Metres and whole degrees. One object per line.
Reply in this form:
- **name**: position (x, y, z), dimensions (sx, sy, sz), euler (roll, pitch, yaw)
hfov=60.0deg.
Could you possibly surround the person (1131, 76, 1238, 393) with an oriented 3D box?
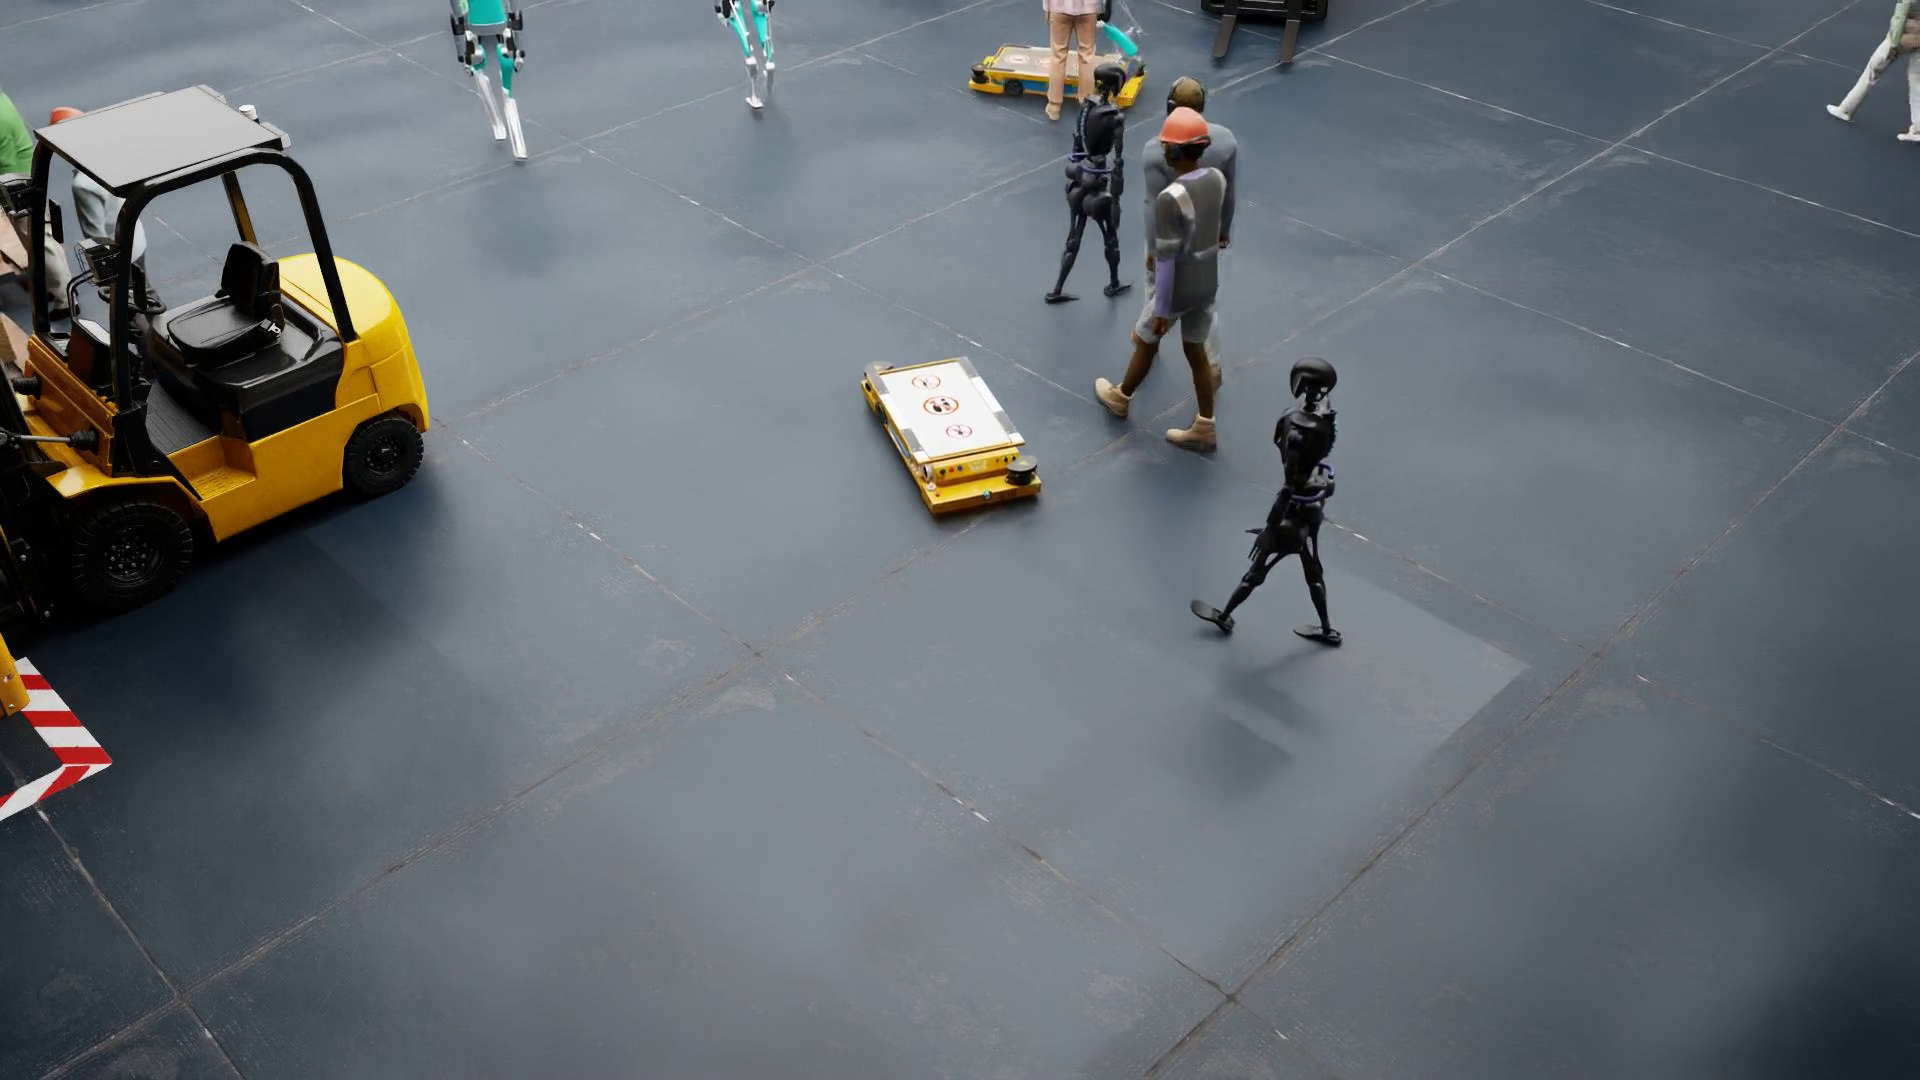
- **person**: position (1.409, -1.848, 10.138), dimensions (0.650, 1.880, 0.877), euler (-11, 38, -14)

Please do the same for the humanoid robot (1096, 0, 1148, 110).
- **humanoid robot**: position (1.291, -4.377, 13.618), dimensions (0.671, 1.774, 0.531), euler (0, 37, 0)

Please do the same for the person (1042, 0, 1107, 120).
- **person**: position (0.928, -4.275, 13.463), dimensions (0.529, 1.776, 0.408), euler (1, 37, 1)

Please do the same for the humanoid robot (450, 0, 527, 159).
- **humanoid robot**: position (-3.641, -3.830, 12.901), dimensions (0.551, 1.747, 1.003), euler (-11, 38, -15)

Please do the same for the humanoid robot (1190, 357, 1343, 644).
- **humanoid robot**: position (1.586, -0.194, 8.105), dimensions (0.758, 1.626, 0.600), euler (17, 40, 21)

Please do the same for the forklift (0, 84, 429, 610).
- **forklift**: position (-4.145, -1.093, 8.856), dimensions (2.313, 2.155, 1.214), euler (-31, 47, -34)

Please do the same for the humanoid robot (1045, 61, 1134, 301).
- **humanoid robot**: position (0.881, -2.345, 10.987), dimensions (0.568, 1.638, 0.609), euler (-17, 40, -21)

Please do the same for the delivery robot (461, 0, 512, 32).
- **delivery robot**: position (-4.471, -4.965, 15.416), dimensions (0.499, 0.610, 0.811), euler (-12, 38, -16)

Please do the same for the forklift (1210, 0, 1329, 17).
- **forklift**: position (3.106, -6.400, 15.960), dimensions (1.214, 2.155, 2.313), euler (8, 37, 10)

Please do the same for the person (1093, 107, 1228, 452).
- **person**: position (1.197, -1.488, 9.553), dimensions (0.961, 1.989, 0.667), euler (30, 46, 33)

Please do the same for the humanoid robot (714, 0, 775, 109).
- **humanoid robot**: position (-1.683, -4.293, 13.538), dimensions (0.541, 1.809, 0.770), euler (-15, 39, -20)

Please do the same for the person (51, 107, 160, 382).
- **person**: position (-5.185, -1.806, 10.185), dimensions (0.351, 1.737, 0.574), euler (-2, 37, -3)

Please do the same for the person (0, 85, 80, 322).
- **person**: position (-6.131, -2.285, 10.799), dimensions (0.386, 1.776, 0.545), euler (-16, 40, -20)

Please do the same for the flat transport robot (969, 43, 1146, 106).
- **flat transport robot**: position (0.848, -4.017, 14.374), dimensions (1.431, 0.231, 0.659), euler (9, 38, 12)

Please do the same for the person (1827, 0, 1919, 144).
- **person**: position (7.561, -3.997, 13.238), dimensions (0.512, 1.588, 0.876), euler (-11, 38, -14)

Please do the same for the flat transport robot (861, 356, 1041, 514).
- **flat transport robot**: position (-0.077, -0.668, 9.891), dimensions (0.659, 0.231, 1.431), euler (-12, 38, -15)
